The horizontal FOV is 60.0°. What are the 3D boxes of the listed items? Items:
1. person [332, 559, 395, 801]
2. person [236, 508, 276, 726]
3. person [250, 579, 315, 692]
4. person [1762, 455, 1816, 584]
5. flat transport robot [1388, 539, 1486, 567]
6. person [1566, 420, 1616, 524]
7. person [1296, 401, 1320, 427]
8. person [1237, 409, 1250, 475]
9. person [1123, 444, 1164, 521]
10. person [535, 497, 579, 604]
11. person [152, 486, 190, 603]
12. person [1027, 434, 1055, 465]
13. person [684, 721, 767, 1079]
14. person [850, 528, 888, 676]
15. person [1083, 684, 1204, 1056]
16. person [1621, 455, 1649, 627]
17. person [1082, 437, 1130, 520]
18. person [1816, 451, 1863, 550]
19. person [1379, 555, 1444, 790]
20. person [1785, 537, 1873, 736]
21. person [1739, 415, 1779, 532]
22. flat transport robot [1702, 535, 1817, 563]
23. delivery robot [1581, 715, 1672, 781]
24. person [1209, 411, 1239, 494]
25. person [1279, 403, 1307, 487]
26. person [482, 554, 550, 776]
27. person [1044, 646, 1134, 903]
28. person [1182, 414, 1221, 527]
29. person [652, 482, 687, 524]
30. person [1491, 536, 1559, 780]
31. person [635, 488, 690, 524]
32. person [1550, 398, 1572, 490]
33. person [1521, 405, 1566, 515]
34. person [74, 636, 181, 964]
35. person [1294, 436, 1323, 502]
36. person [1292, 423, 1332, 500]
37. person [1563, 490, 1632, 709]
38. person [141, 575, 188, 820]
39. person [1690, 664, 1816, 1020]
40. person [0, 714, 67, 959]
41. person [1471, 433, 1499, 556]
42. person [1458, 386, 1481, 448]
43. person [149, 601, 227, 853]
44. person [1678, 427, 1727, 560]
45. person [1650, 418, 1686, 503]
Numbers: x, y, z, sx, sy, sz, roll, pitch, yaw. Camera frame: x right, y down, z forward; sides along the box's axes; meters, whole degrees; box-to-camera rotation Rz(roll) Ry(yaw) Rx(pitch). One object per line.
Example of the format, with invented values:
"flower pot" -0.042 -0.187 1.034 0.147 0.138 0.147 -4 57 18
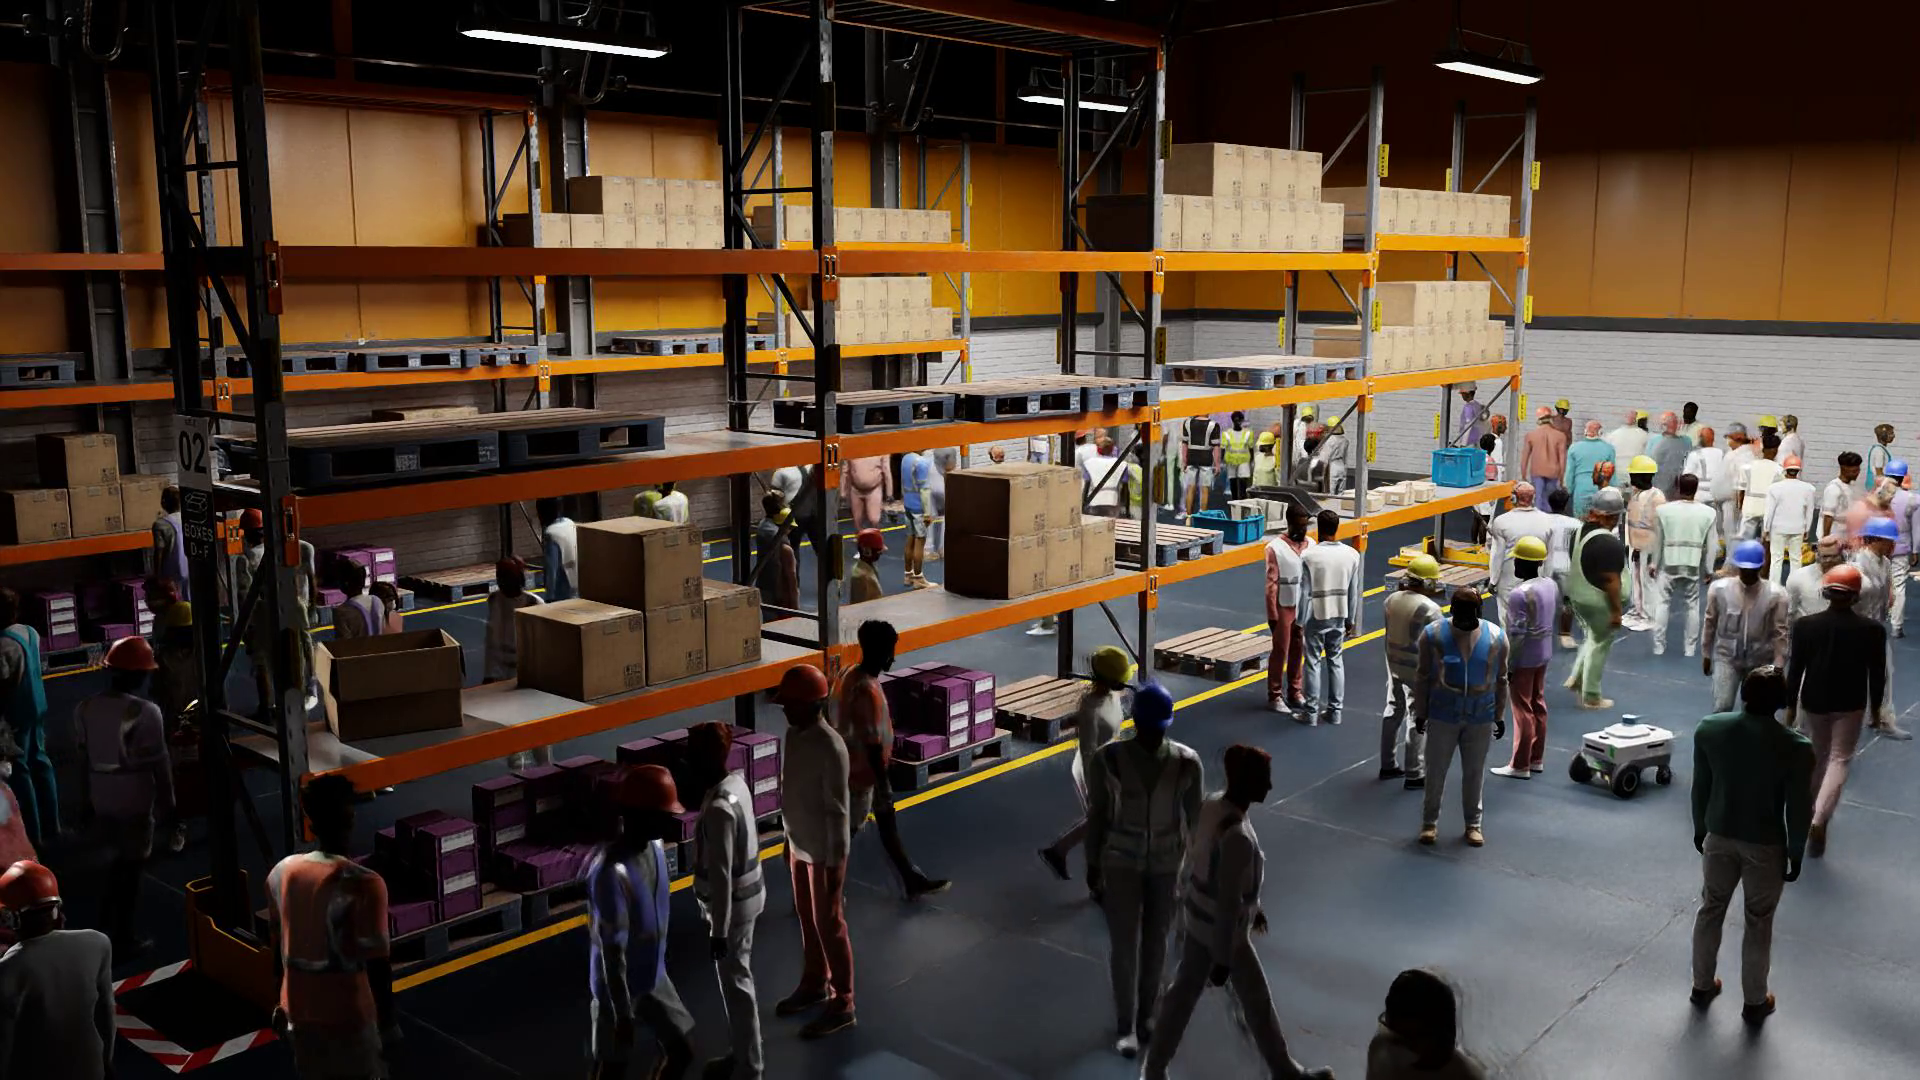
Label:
"person" -4.528 1.055 12.568 0.346 1.845 0.505 4 10 21
"person" -6.120 0.673 14.614 0.385 1.929 0.543 5 11 29
"person" -5.513 1.005 13.519 0.540 1.612 0.430 2 10 14
"person" 9.955 -0.148 20.021 0.567 1.751 0.329 1 10 5
"flat transport robot" 6.456 0.186 22.451 1.431 0.197 0.652 -9 13 -43
"person" 8.653 -0.689 22.822 0.639 1.902 0.407 4 10 25
"person" 5.981 -1.741 28.811 0.612 1.995 0.393 -9 13 -44
"person" 5.382 -2.049 31.750 0.318 1.630 0.513 6 11 32
"person" 2.455 -0.426 21.880 0.543 1.681 0.629 -6 11 -33
"person" -3.811 0.457 16.044 0.477 1.875 0.618 0 10 2
"person" -7.829 0.373 16.683 0.359 1.835 0.512 7 12 36
"person" 1.343 -1.417 27.363 0.393 1.836 0.560 -9 13 -43
"person" -1.136 1.793 8.101 0.380 1.874 0.581 0 10 0
"person" -0.813 0.753 14.681 0.484 1.741 0.575 0 10 1
"person" 0.968 1.685 8.540 0.635 1.925 0.656 0 10 -3
"person" 7.558 0.012 18.553 0.363 1.928 0.587 3 10 17
"person" 1.870 -0.430 21.573 0.682 1.794 0.824 0 10 0
"person" 9.919 -0.040 18.790 0.406 1.953 0.692 9 13 43
"person" 3.525 1.015 12.895 0.411 1.822 0.593 -4 10 -25
"person" 7.092 0.880 13.618 0.687 1.861 0.691 2 10 14
"person" 11.507 -0.854 23.859 0.897 1.888 0.599 -1 10 -8
"flat transport robot" 11.028 0.103 22.941 1.431 0.197 0.652 7 12 36
"delivery robot" 5.170 1.598 12.891 0.707 0.478 0.477 -5 11 -27
"person" 4.588 -1.717 28.956 0.654 1.902 0.603 -4 10 -21
"person" 5.226 -1.264 26.322 0.351 1.880 0.575 -7 12 -36
"person" -3.381 1.019 12.696 0.645 1.871 0.380 6 11 31
"person" 0.816 1.465 10.467 0.617 1.721 0.570 4 10 24
"person" 3.692 -1.191 25.433 0.613 2.033 0.410 5 11 29
"person" -3.120 0.164 17.809 0.332 1.874 0.520 6 11 32
"person" 4.459 0.923 13.104 0.585 1.930 0.358 -9 13 -43
"person" -3.261 0.068 18.281 0.602 1.901 0.574 -1 10 -5
"person" 10.178 -1.528 28.258 0.524 1.761 0.338 -3 10 -18
"person" 8.584 -0.993 24.465 0.627 1.961 0.756 2 10 11
"person" -4.848 1.510 9.679 0.551 1.907 0.476 3 10 19
"person" 4.725 -0.573 22.753 0.458 1.681 0.554 -5 11 -28
"person" 4.877 -0.754 23.522 0.774 1.798 0.398 -3 10 -16
"person" 5.832 0.530 15.118 0.538 2.000 0.700 -1 10 -5
"person" -5.722 1.146 12.108 0.539 1.818 0.639 -8 12 -39
"person" 4.248 1.617 8.976 0.627 1.933 0.369 9 13 44
"person" -4.497 1.759 7.785 0.967 2.000 0.695 -2 10 -10
"person" 7.291 -0.632 23.084 0.316 1.697 0.540 -1 10 -6
"person" 8.683 -1.705 28.490 0.389 2.034 0.605 6 11 30
"person" -5.328 1.280 11.532 0.487 1.744 0.294 -6 11 -33
"person" 10.014 -0.599 22.441 0.618 1.866 0.509 -2 10 -13
"person" 10.038 -0.783 23.553 0.646 1.883 0.846 -6 11 -34
